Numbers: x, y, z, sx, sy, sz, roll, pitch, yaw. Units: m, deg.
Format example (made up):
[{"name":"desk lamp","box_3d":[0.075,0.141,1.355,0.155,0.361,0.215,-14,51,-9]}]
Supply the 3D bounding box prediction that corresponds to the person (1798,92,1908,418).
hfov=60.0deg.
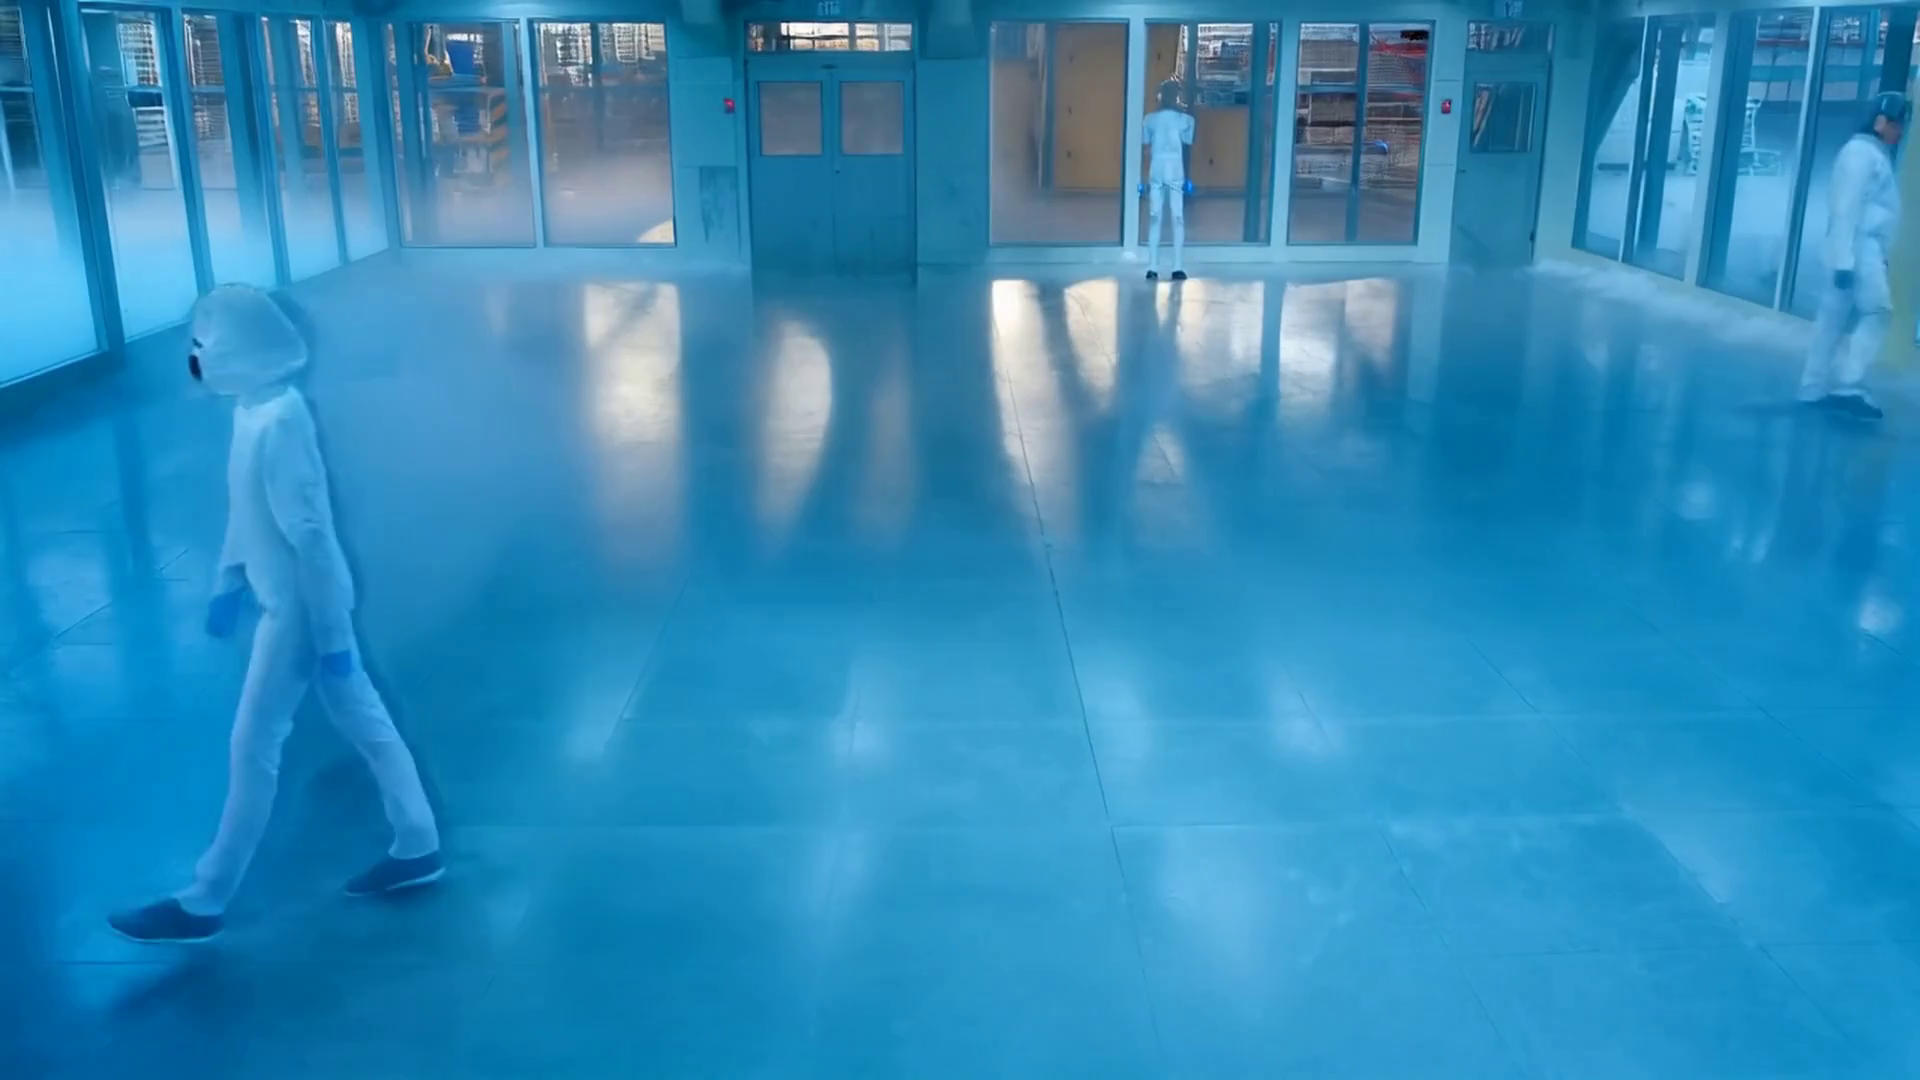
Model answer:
[{"name":"person","box_3d":[5.378,-1.673,9.842,0.582,1.889,0.647,5,17,18]}]

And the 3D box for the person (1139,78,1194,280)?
[{"name":"person","box_3d":[1.964,-3.407,15.756,0.524,1.876,0.325,3,17,11]}]

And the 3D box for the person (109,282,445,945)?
[{"name":"person","box_3d":[-1.695,0.185,4.014,0.822,1.596,0.514,-7,18,-22]}]
